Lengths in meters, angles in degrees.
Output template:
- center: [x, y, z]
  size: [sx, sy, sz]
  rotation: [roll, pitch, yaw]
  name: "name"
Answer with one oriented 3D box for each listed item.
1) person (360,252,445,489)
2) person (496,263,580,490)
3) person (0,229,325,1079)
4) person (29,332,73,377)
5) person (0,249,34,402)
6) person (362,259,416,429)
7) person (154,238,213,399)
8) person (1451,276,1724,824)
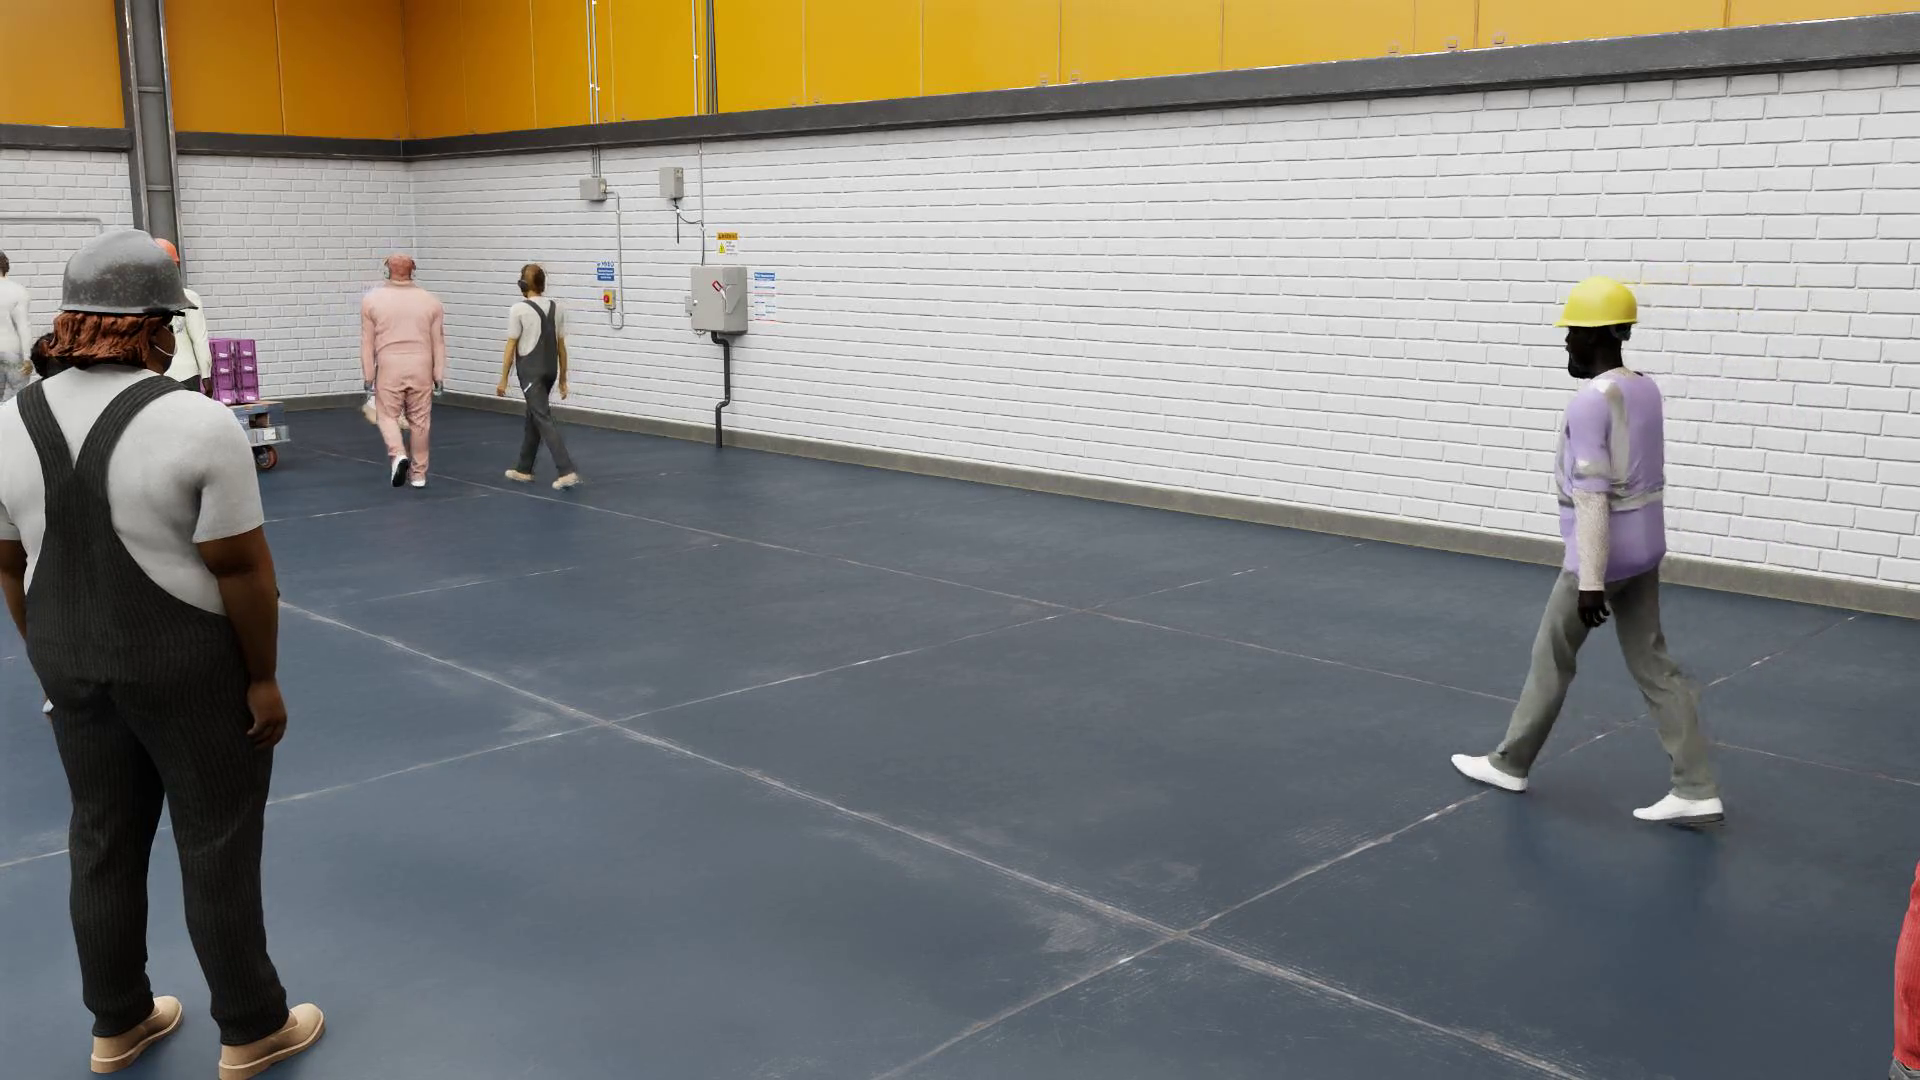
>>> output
- center: [-4.381, -1.317, 13.133]
  size: [0.643, 1.896, 0.578]
  rotation: [-5, 12, -25]
  name: "person"
- center: [-3.373, -1.308, 13.338]
  size: [0.958, 1.802, 0.523]
  rotation: [7, 12, 33]
  name: "person"
- center: [-1.910, 0.283, 4.001]
  size: [0.683, 2.000, 0.538]
  rotation: [2, 11, 9]
  name: "person"
- center: [-3.503, -0.009, 6.647]
  size: [0.533, 1.654, 0.864]
  rotation: [-10, 14, -42]
  name: "person"
- center: [-8.793, -1.703, 15.193]
  size: [0.629, 1.919, 0.712]
  rotation: [0, 10, -2]
  name: "person"
- center: [-5.931, -2.060, 17.418]
  size: [0.496, 1.812, 0.692]
  rotation: [2, 11, 11]
  name: "person"
- center: [-5.840, -1.219, 12.313]
  size: [0.612, 1.997, 0.375]
  rotation: [0, 10, -1]
  name: "person"
- center: [2.251, 0.041, 5.769]
  size: [0.606, 1.885, 0.975]
  rotation: [-9, 14, -42]
  name: "person"
